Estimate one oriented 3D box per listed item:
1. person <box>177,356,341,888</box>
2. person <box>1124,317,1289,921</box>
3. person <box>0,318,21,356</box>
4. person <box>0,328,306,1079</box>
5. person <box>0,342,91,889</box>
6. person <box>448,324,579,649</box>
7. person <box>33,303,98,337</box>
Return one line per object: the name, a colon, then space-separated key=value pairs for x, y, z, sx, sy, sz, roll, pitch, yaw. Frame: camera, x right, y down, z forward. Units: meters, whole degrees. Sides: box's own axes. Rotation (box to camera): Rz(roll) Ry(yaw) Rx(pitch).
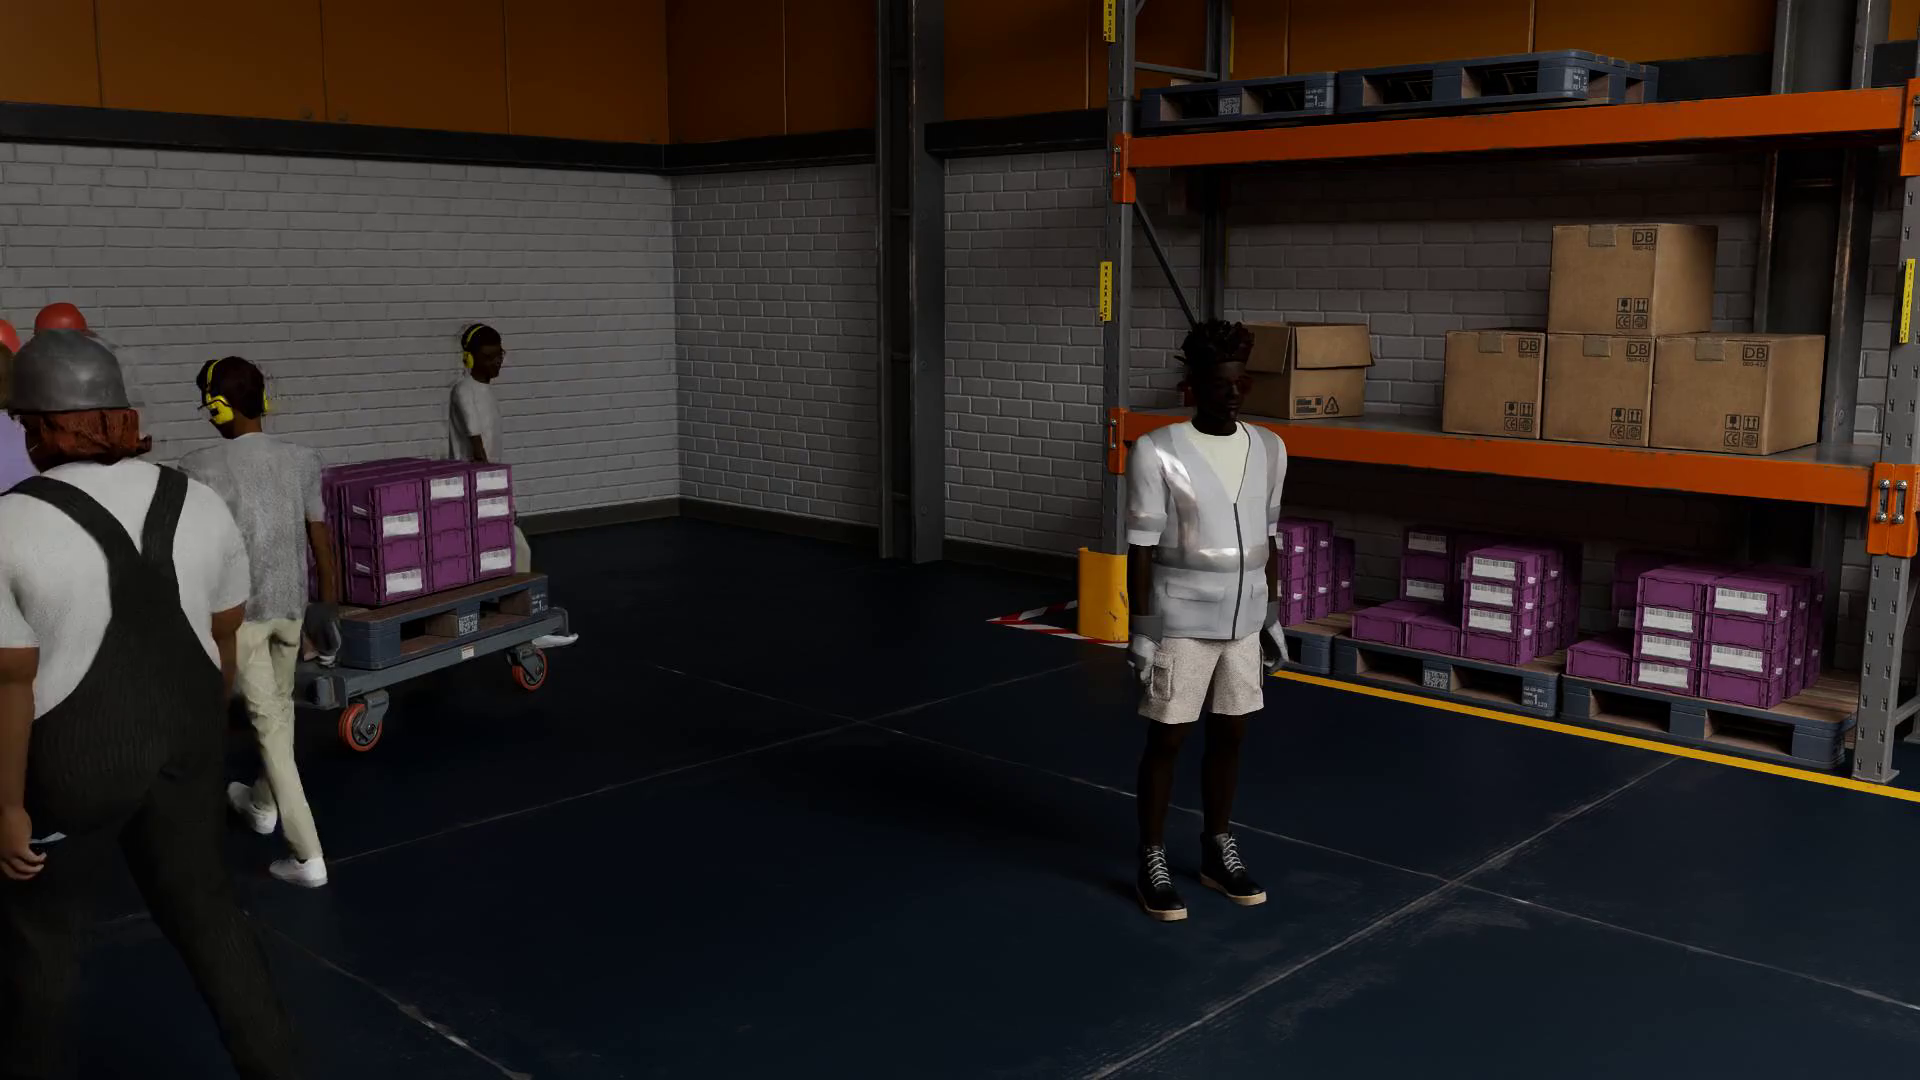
person: x=-2.509 y=0.268 z=5.864 sx=0.929 sy=1.817 sz=0.496 roll=7 pitch=12 yaw=37
person: x=0.814 y=0.257 z=5.462 sx=0.612 sy=1.963 sz=0.363 roll=-4 pitch=10 yaw=-25
person: x=-3.488 y=0.156 z=6.138 sx=0.750 sy=1.963 sz=0.636 roll=2 pitch=9 yaw=9
person: x=-1.986 y=0.466 z=3.953 sx=1.010 sy=2.000 sz=0.694 roll=6 pitch=11 yaw=32
person: x=-3.328 y=0.241 z=5.827 sx=0.644 sy=1.879 sz=1.033 roll=-6 pitch=11 yaw=-35
person: x=-2.514 y=-0.251 z=9.019 sx=0.890 sy=1.820 sz=0.514 roll=1 pitch=9 yaw=4
person: x=-4.820 y=-0.312 z=9.040 sx=0.545 sy=1.938 sz=0.358 roll=8 pitch=12 yaw=41
